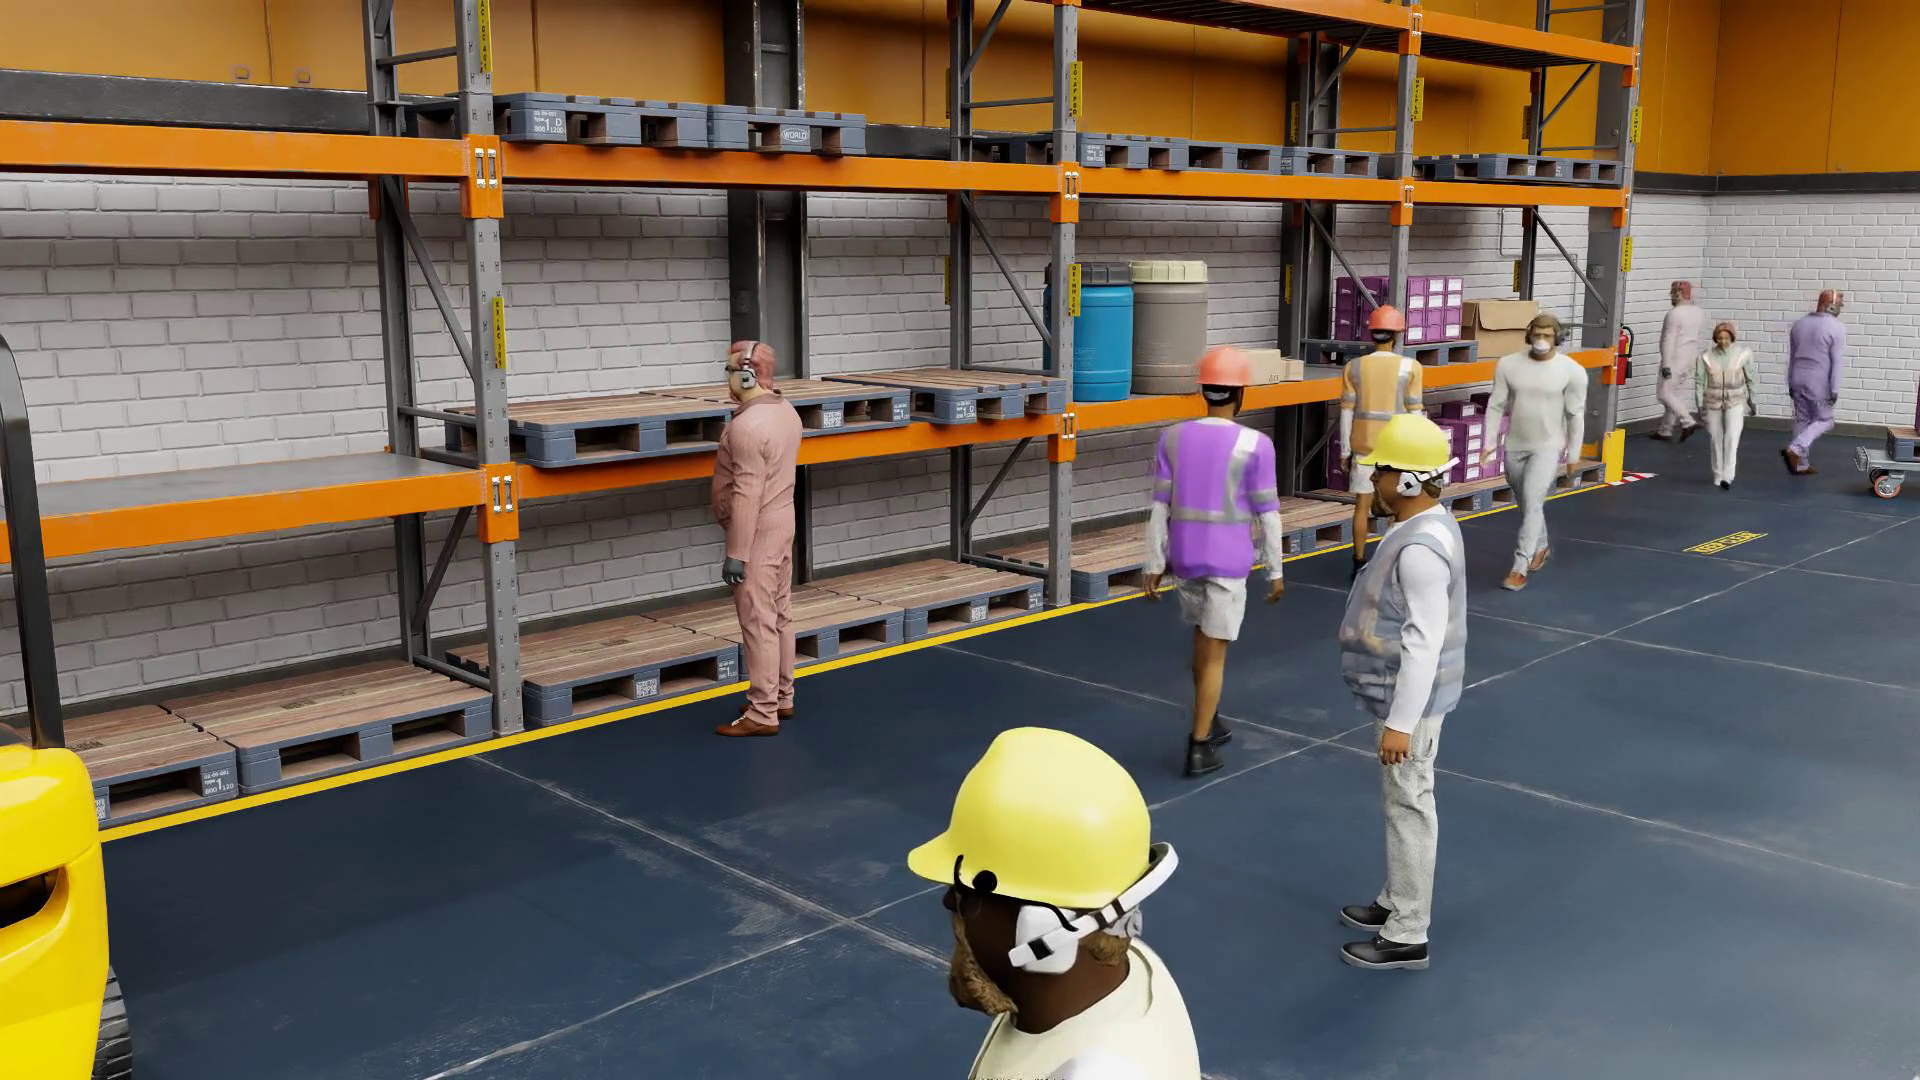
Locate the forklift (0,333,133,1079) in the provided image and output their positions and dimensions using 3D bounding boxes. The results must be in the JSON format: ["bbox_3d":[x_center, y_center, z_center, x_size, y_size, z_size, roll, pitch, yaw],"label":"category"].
[{"bbox_3d":[-3.289,0.485,4.582,1.214,2.155,2.313,-10,14,-44],"label":"forklift"}]

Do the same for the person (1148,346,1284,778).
[{"bbox_3d":[1.198,0.083,7.552,0.576,1.905,0.794,7,13,34],"label":"person"}]

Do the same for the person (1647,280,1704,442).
[{"bbox_3d":[8.352,-2.068,19.339,0.653,1.893,0.695,-7,13,-35],"label":"person"}]

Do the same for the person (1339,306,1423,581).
[{"bbox_3d":[2.879,-0.637,11.452,0.551,1.923,0.535,5,11,23],"label":"person"}]

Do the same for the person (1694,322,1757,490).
[{"bbox_3d":[7.227,-1.258,15.730,0.546,1.587,0.898,6,12,29],"label":"person"}]

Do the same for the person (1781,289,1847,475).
[{"bbox_3d":[8.454,-1.547,16.518,0.562,1.881,0.652,-4,11,-23],"label":"person"}]

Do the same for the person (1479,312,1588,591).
[{"bbox_3d":[4.019,-0.642,11.584,0.635,1.895,1.038,8,13,38],"label":"person"}]

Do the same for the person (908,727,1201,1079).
[{"bbox_3d":[0.115,1.124,2.081,0.404,1.834,0.591,1,10,6],"label":"person"}]

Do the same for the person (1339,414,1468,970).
[{"bbox_3d":[1.451,0.499,5.486,0.403,1.834,0.588,3,11,15],"label":"person"}]

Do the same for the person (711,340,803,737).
[{"bbox_3d":[-0.994,-0.007,8.040,0.410,1.912,0.643,2,11,12],"label":"person"}]
